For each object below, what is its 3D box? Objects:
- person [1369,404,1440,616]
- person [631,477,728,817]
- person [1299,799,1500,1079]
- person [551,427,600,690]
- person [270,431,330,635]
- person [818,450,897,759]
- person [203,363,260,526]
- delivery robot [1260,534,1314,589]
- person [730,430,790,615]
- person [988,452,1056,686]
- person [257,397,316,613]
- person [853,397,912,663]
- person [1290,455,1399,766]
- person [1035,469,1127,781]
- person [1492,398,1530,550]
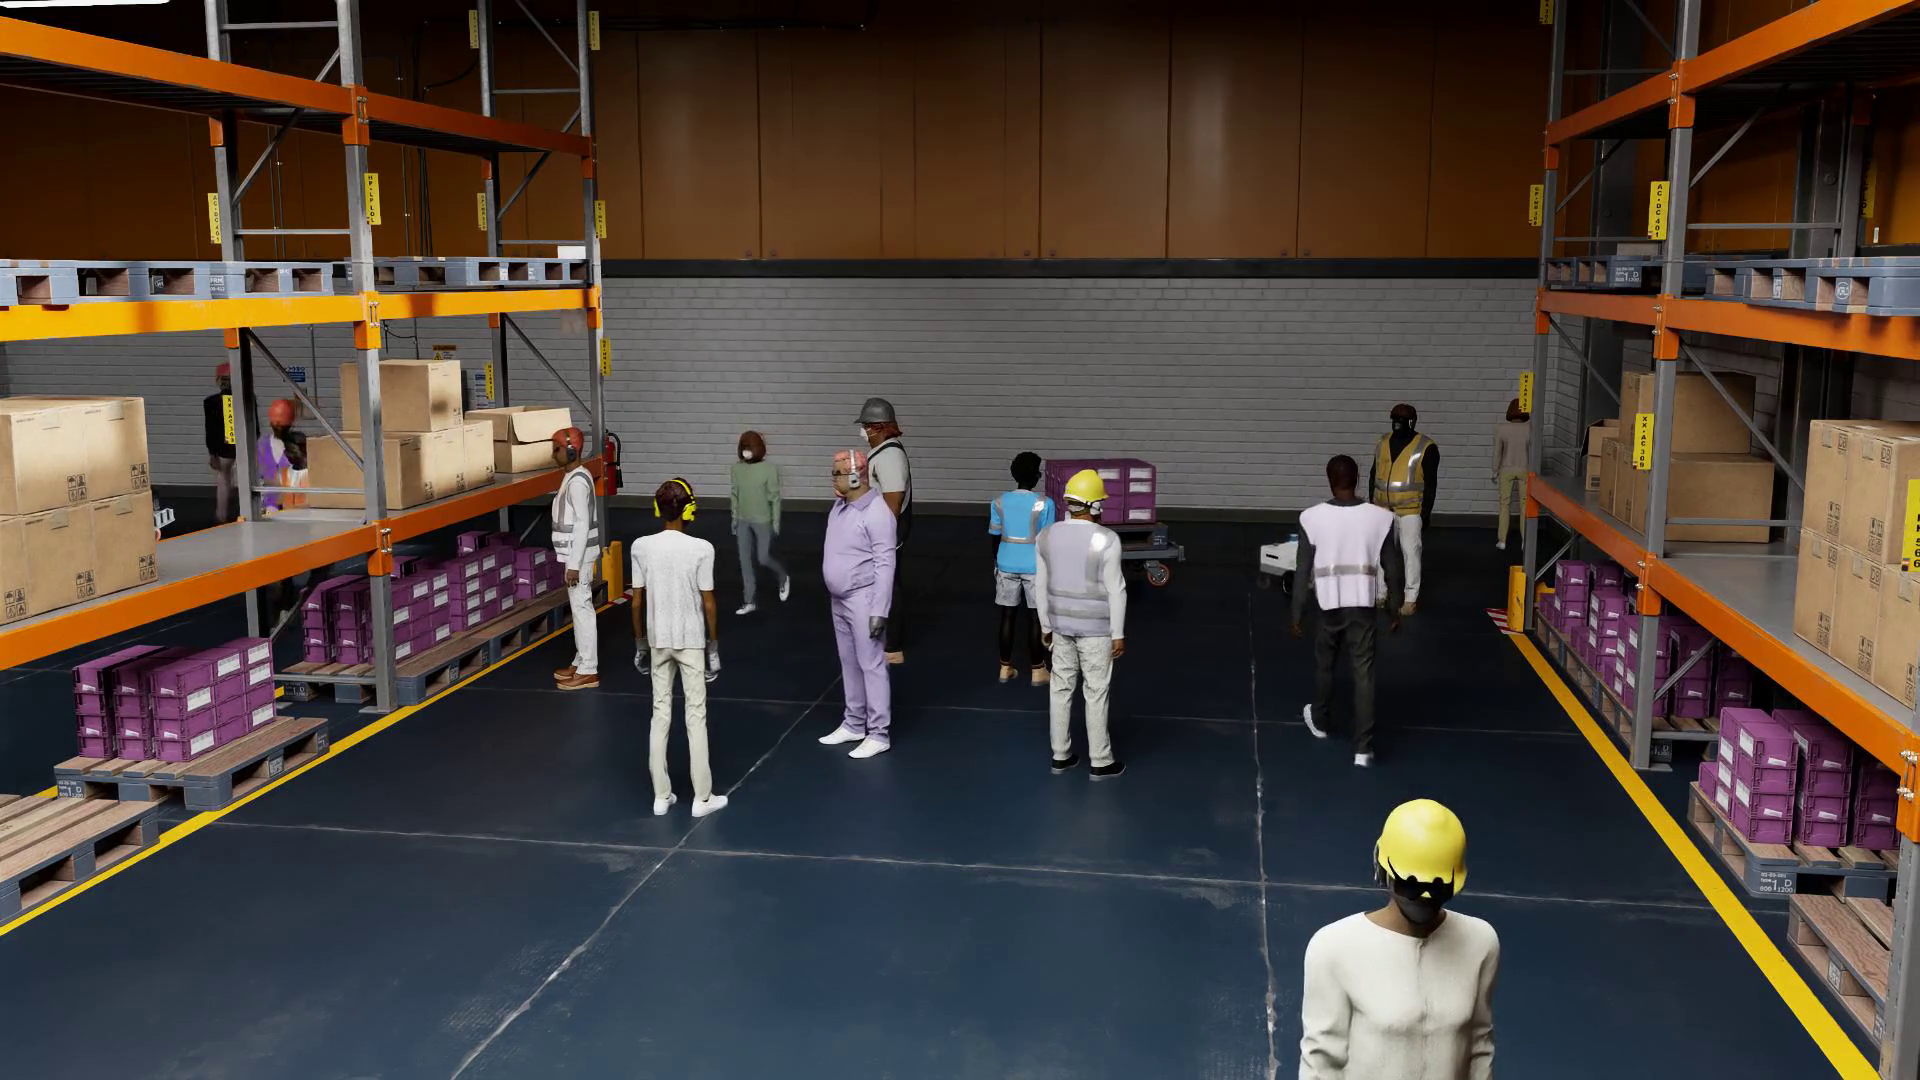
[{"bbox_3d":[3.834,-0.268,14.517,0.621,1.845,0.429,9,13,42],"label":"person"},{"bbox_3d":[-1.554,0.589,9.140,0.515,1.872,0.333,2,9,14],"label":"person"},{"bbox_3d":[1.070,1.472,4.041,0.522,1.761,0.327,-2,9,-14],"label":"person"},{"bbox_3d":[-2.768,0.127,11.949,0.355,1.885,0.575,-3,10,-15],"label":"person"},{"bbox_3d":[-5.422,-0.047,13.656,0.545,1.673,0.674,1,9,8],"label":"person"},{"bbox_3d":[-0.650,0.389,10.271,0.399,1.905,0.643,-5,11,-30],"label":"person"},{"bbox_3d":[-8.297,-1.043,19.002,0.637,1.933,1.087,-8,12,-40],"label":"person"},{"bbox_3d":[3.093,0.188,15.367,0.477,0.478,0.707,-4,10,-26],"label":"delivery robot"},{"bbox_3d":[-1.762,-0.166,14.594,0.506,1.618,0.523,5,10,27],"label":"person"},{"bbox_3d":[0.468,0.205,12.031,0.540,1.698,0.317,5,10,28],"label":"person"},{"bbox_3d":[-5.909,-0.328,14.707,0.584,1.903,0.638,1,9,9],"label":"person"},{"bbox_3d":[-0.636,-0.076,12.717,0.535,2.000,0.688,-1,9,-4],"label":"person"},{"bbox_3d":[2.389,0.408,10.311,0.686,1.850,1.022,0,9,3],"label":"person"},{"bbox_3d":[0.729,0.498,9.815,0.588,1.835,0.404,7,11,36],"label":"person"},{"bbox_3d":[5.959,-0.702,17.834,0.499,1.632,0.281,3,10,17],"label":"person"}]
